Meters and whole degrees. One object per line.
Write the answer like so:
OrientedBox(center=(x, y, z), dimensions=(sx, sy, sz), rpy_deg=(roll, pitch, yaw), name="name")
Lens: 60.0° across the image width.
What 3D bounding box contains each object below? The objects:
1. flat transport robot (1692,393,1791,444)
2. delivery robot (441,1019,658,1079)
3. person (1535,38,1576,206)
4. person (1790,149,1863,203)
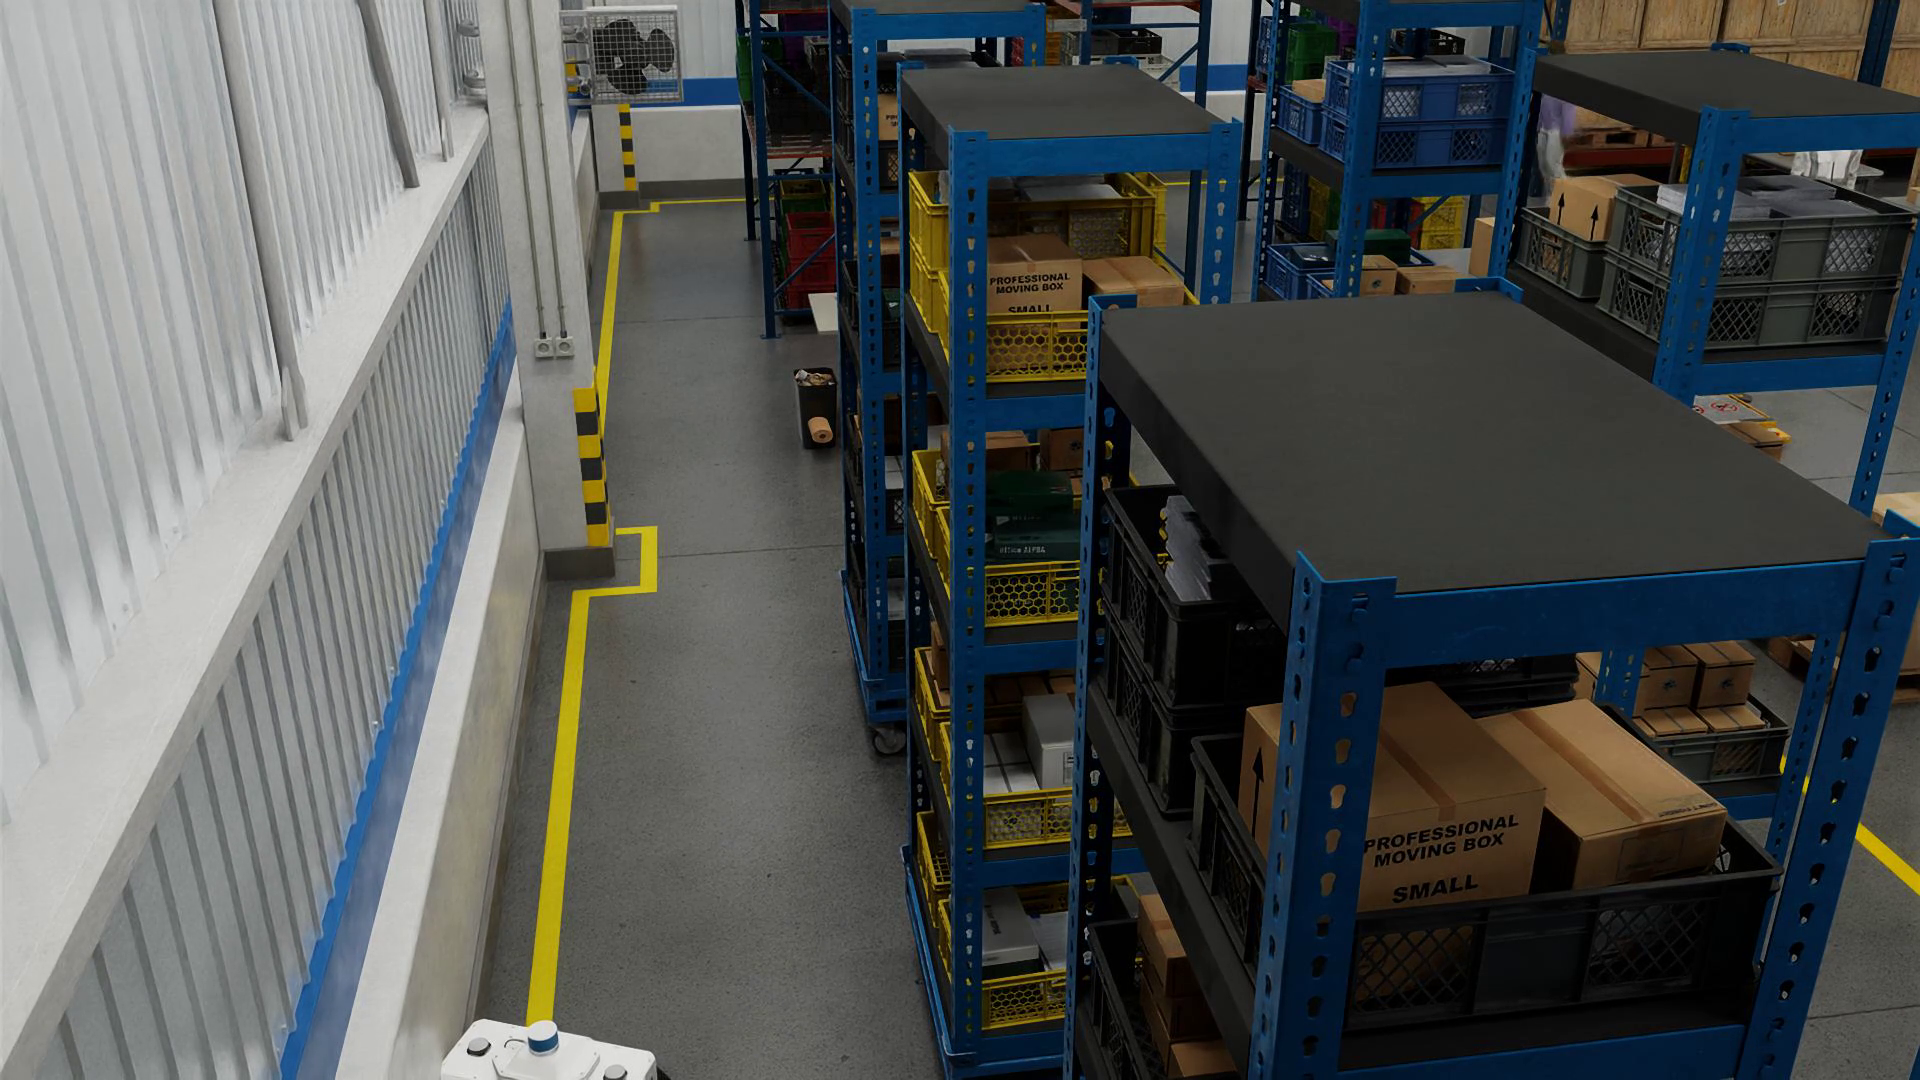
OrientedBox(center=(5.224, -0.859, 12.132), dimensions=(1.431, 0.197, 0.652), rpy_deg=(-4, 25, -8), name="flat transport robot")
OrientedBox(center=(-1.419, 1.878, 5.738), dimensions=(0.707, 0.478, 0.477), rpy_deg=(6, 25, 14), name="delivery robot")
OrientedBox(center=(6.411, -4.423, 17.956), dimensions=(0.424, 1.894, 0.707), rpy_deg=(-2, 25, -4), name="person")
OrientedBox(center=(7.645, -2.976, 14.818), dimensions=(0.575, 1.884, 0.355), rpy_deg=(1, 25, 3), name="person")
